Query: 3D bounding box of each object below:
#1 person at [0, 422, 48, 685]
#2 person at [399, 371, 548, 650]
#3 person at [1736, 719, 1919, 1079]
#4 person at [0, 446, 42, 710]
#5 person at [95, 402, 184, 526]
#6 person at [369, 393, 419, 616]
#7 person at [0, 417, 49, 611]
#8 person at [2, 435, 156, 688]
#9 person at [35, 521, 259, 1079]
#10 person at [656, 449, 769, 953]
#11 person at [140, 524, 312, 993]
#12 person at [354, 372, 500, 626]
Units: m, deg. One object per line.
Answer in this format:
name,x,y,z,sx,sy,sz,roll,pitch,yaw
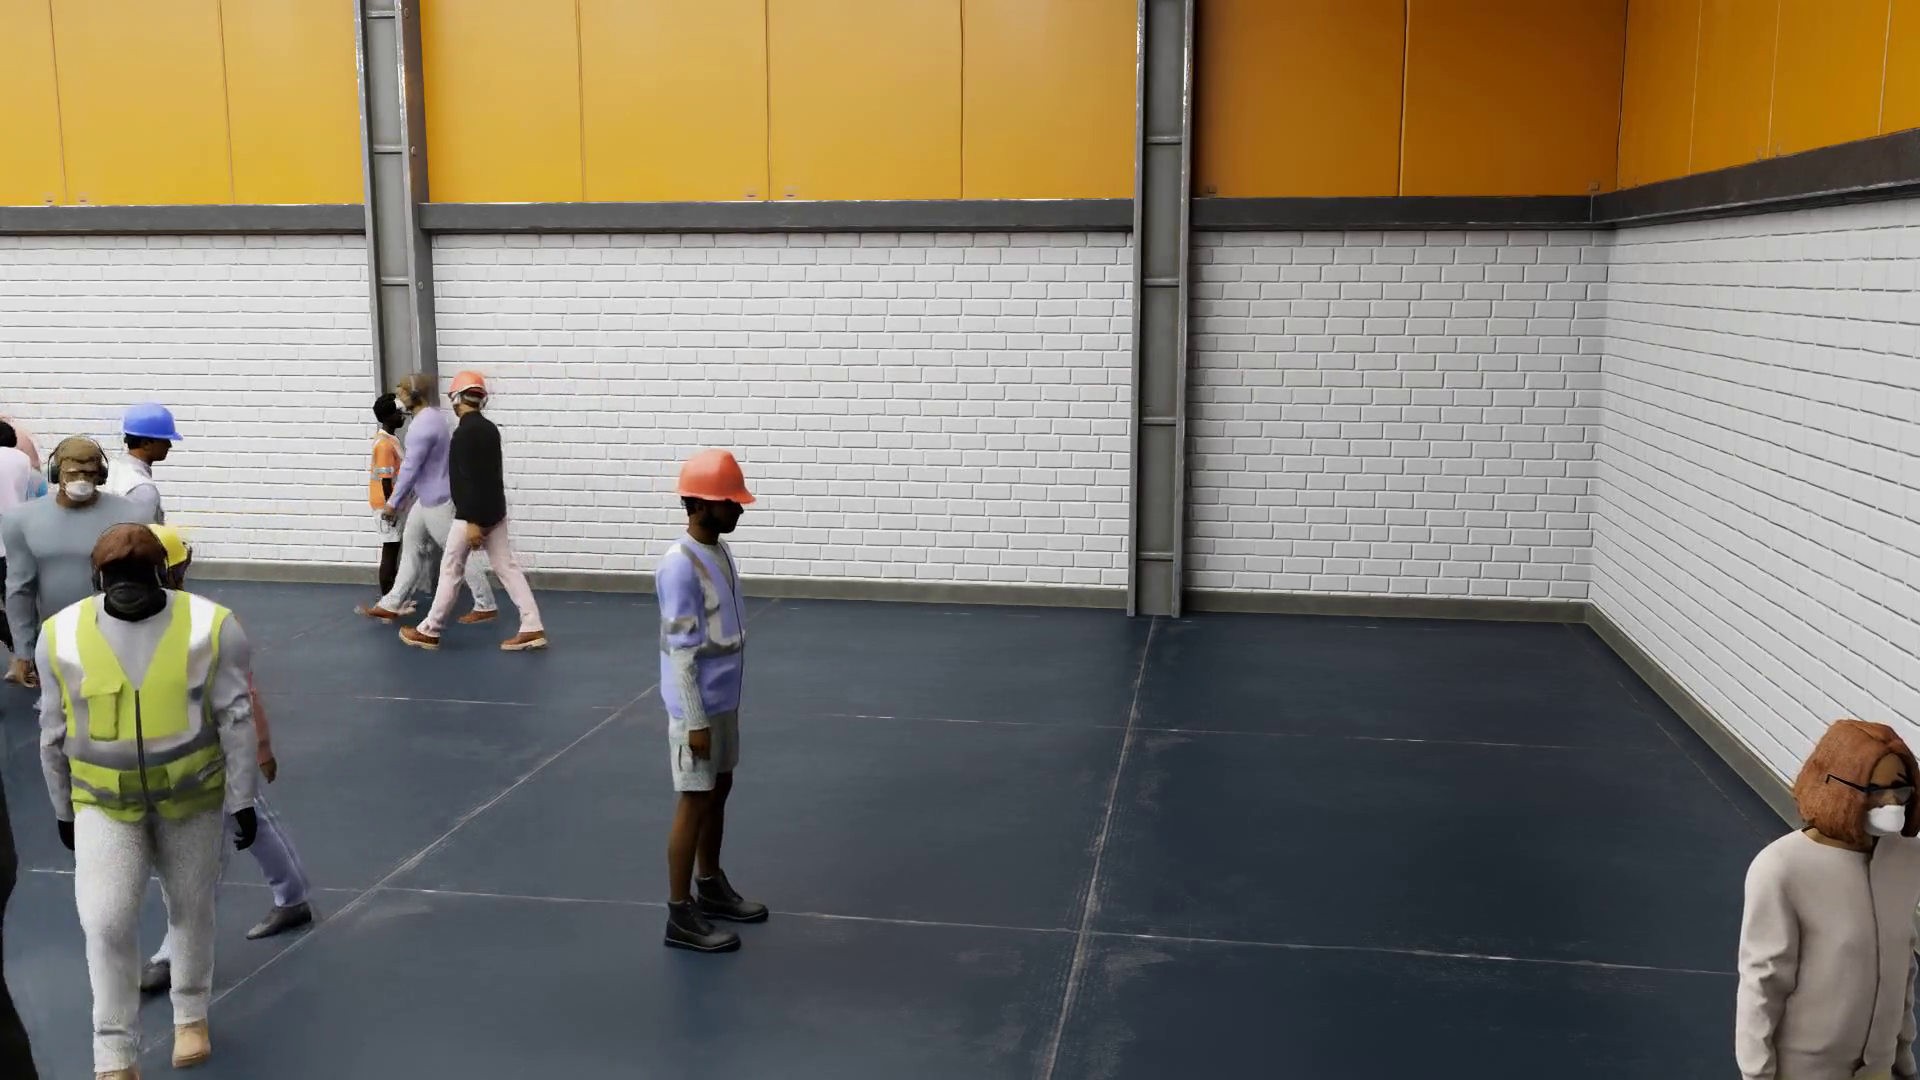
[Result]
person,-5.914,0.098,10.359,0.421,1.672,0.569,4,10,25
person,-3.318,-0.190,11.390,1.067,1.916,0.630,1,9,9
person,1.951,1.193,3.739,0.507,1.631,0.265,-3,10,-20
person,-5.719,0.097,9.834,0.984,1.865,0.573,6,11,31
person,-4.418,0.225,8.858,0.609,1.912,0.630,-7,12,-38
person,-4.296,-0.266,12.576,0.319,1.690,0.534,-2,10,-15
person,-6.513,-0.139,11.396,0.646,1.832,1.034,6,11,32
person,-3.963,0.444,7.605,0.622,1.898,0.992,-2,9,-12
person,-2.541,0.856,5.230,0.640,1.816,0.753,-4,10,-22
person,-0.956,0.609,6.433,0.373,1.930,0.549,2,9,11
person,-2.818,0.761,6.205,0.542,1.691,0.879,6,11,33
person,-3.878,-0.274,12.084,1.044,1.876,0.614,-2,10,-15
